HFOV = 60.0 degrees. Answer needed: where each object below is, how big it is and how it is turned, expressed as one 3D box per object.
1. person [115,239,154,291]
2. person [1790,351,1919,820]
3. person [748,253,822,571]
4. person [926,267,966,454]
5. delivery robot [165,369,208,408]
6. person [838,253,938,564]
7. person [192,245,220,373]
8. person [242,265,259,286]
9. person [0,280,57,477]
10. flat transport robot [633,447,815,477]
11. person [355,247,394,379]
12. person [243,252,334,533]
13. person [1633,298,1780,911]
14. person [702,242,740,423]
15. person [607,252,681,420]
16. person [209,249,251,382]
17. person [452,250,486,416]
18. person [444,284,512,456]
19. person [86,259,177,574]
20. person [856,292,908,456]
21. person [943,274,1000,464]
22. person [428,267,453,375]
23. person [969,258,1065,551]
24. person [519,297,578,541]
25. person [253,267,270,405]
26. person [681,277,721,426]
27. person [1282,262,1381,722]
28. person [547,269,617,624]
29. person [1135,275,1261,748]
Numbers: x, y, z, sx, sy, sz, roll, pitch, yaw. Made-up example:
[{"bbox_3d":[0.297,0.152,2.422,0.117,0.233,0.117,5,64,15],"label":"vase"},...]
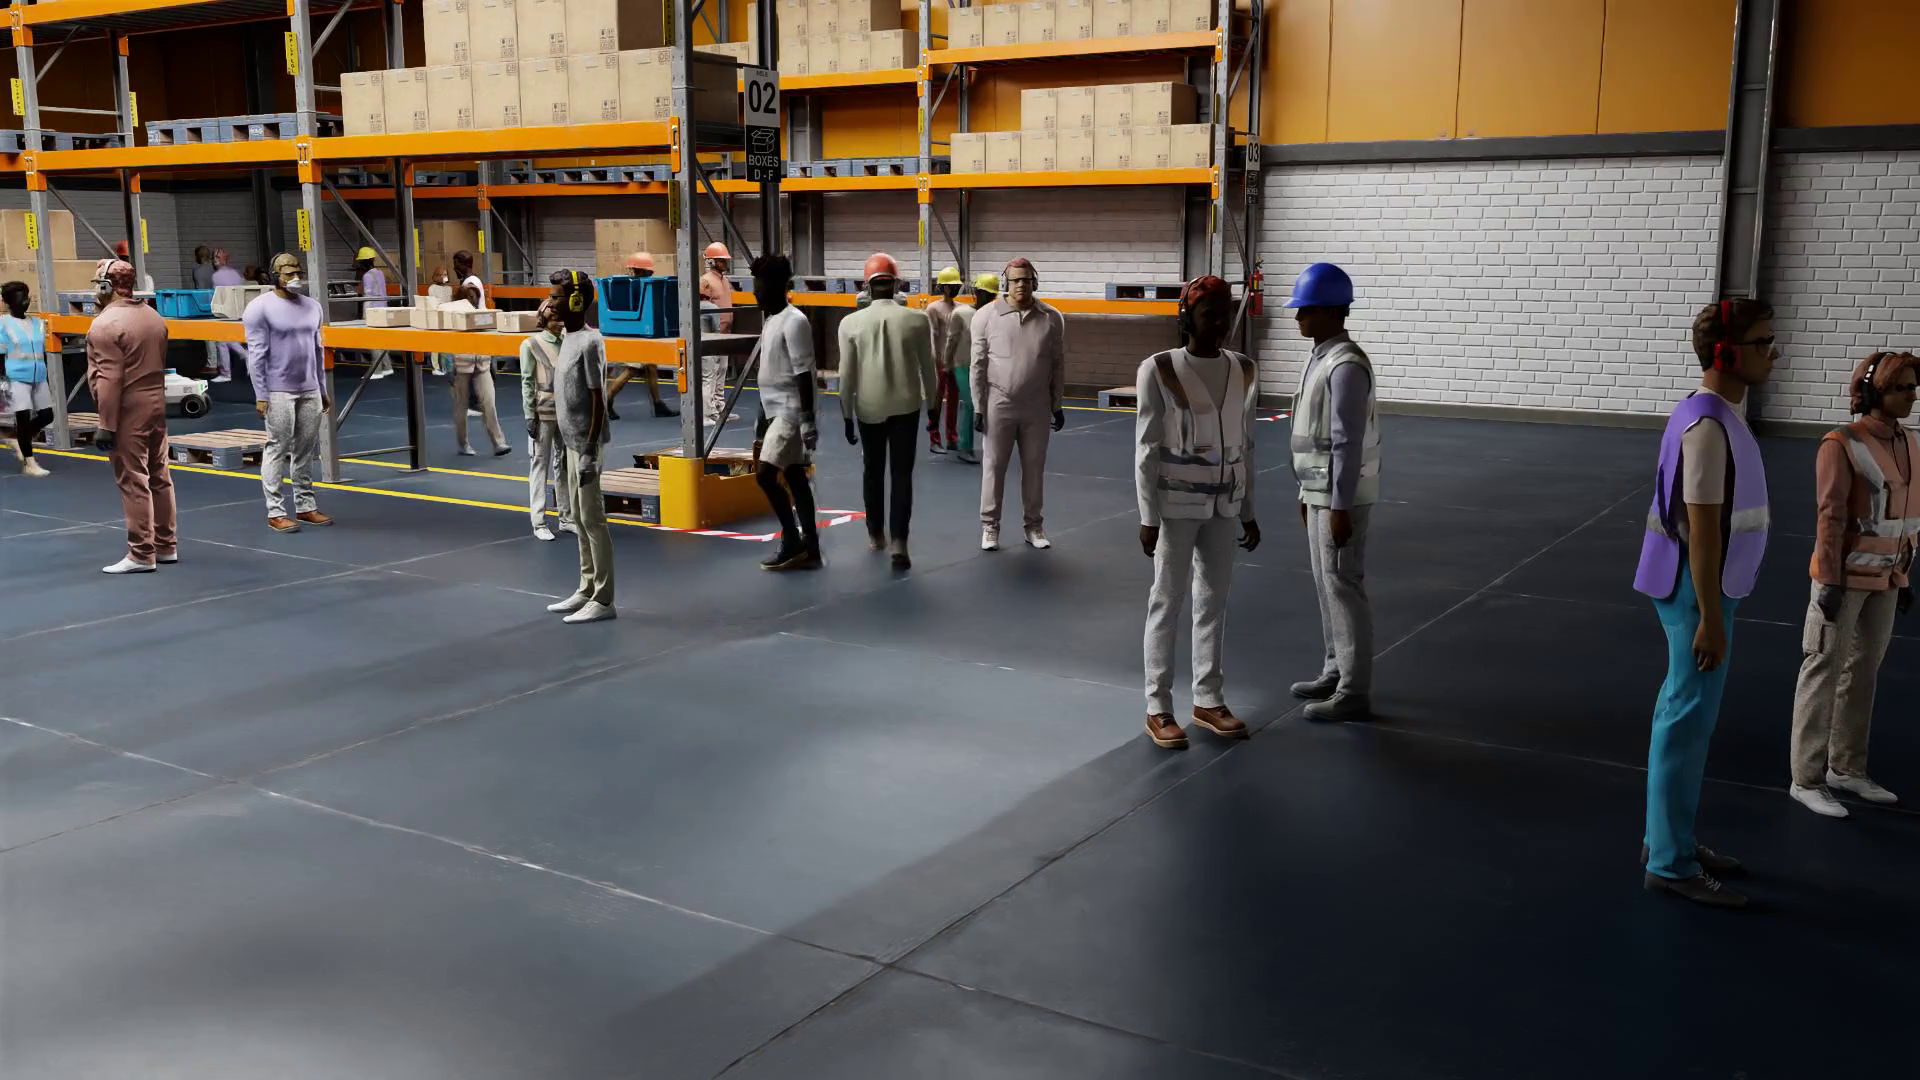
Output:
[{"bbox_3d":[-9.478,-2.418,19.058,0.426,2.027,0.649,7,12,32],"label":"person"},{"bbox_3d":[3.197,0.152,5.895,0.513,1.642,0.313,-6,12,-28],"label":"person"},{"bbox_3d":[-1.104,-0.772,10.166,0.574,1.939,0.627,-3,11,-17],"label":"person"},{"bbox_3d":[-0.104,-1.706,15.848,0.315,1.769,0.525,9,14,42],"label":"person"},{"bbox_3d":[-8.987,-1.714,18.983,0.707,0.478,0.477,-3,11,-16],"label":"delivery robot"},{"bbox_3d":[-0.455,-0.837,10.550,0.624,1.951,1.023,0,10,2],"label":"person"},{"bbox_3d":[-11.463,-3.508,25.353,0.366,1.938,0.635,1,10,6],"label":"person"},{"bbox_3d":[-11.886,-3.832,28.060,0.708,1.614,0.515,9,14,41],"label":"person"},{"bbox_3d":[-8.070,-1.380,14.273,0.493,1.683,0.540,4,11,23],"label":"person"},{"bbox_3d":[-2.012,-0.645,14.112,1.431,0.197,0.652,3,11,17],"label":"flat transport robot"},{"bbox_3d":[-8.545,-3.293,24.214,0.399,1.919,0.616,0,10,2],"label":"person"},{"bbox_3d":[-4.668,-1.029,11.613,0.362,1.938,0.631,5,11,27],"label":"person"},{"bbox_3d":[2.287,0.184,5.138,0.390,1.850,0.564,4,11,22],"label":"person"},{"bbox_3d":[-2.694,-2.300,18.501,0.381,1.994,0.621,3,11,15],"label":"person"},{"bbox_3d":[-3.686,-2.302,18.786,0.966,1.898,0.560,-4,11,-21],"label":"person"},{"bbox_3d":[-10.442,-3.188,23.720,0.539,1.893,0.648,1,10,4],"label":"person"},{"bbox_3d":[-5.663,-2.384,19.237,0.444,1.908,0.605,-4,11,-19],"label":"person"},{"bbox_3d":[-4.499,-1.559,15.442,0.545,1.601,0.817,-8,13,-39],"label":"person"},{"bbox_3d":[-5.082,-0.748,10.150,0.401,1.909,0.641,1,10,5],"label":"person"},{"bbox_3d":[-0.730,-1.698,15.523,0.521,1.869,0.325,-3,11,-16],"label":"person"},{"bbox_3d":[0.138,-1.545,15.062,0.544,1.709,0.643,-5,11,-25],"label":"person"},{"bbox_3d":[-7.791,-3.287,24.998,0.286,1.626,0.493,4,11,22],"label":"person"},{"bbox_3d":[0.386,-0.880,10.882,0.643,1.908,0.399,-2,10,-11],"label":"person"},{"bbox_3d":[-2.754,-0.824,11.310,0.309,1.640,0.513,8,13,36],"label":"person"},{"bbox_3d":[-8.563,-2.522,20.560,0.532,1.697,0.318,-5,12,-27],"label":"person"},{"bbox_3d":[-2.840,-2.045,18.129,0.502,1.622,0.309,2,11,13],"label":"person"},{"bbox_3d":[1.558,-0.199,7.062,0.437,1.934,0.621,0,10,1],"label":"person"},{"bbox_3d":[-2.024,-0.489,8.826,0.328,1.869,0.520,-5,11,-26],"label":"person"},{"bbox_3d":[0.964,-0.113,6.700,0.574,1.882,0.356,-5,12,-27],"label":"person"}]
